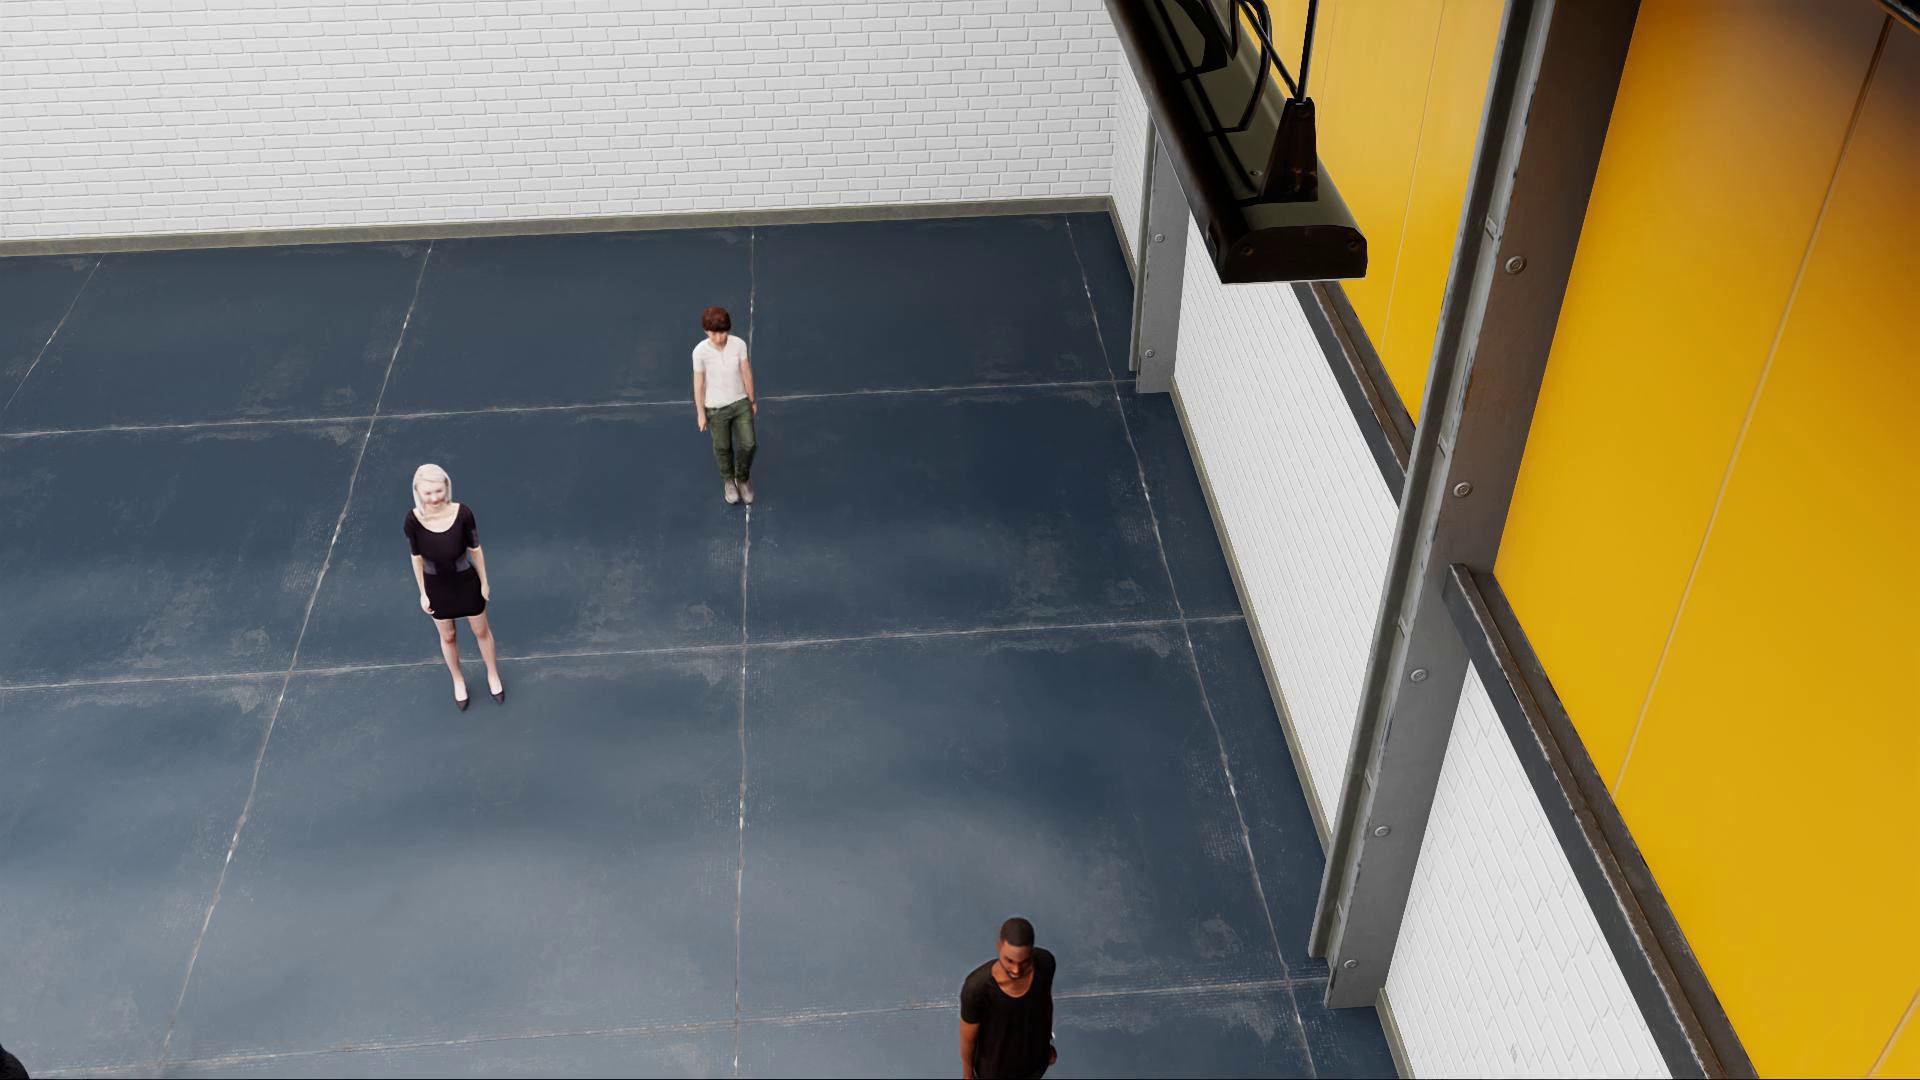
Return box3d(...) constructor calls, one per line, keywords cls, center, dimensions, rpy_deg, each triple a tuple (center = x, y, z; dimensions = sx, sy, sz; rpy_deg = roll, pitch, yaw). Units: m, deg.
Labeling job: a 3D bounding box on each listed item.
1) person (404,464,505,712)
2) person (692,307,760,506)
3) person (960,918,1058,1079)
box3d(cls="person", center=(-3.137, 0.286, 10.289), dimensions=(0.615, 1.832, 0.561), rpy_deg=(-12, 40, -15))
box3d(cls="person", center=(-1.707, -1.014, 12.069), dimensions=(0.666, 1.641, 0.694), rpy_deg=(-11, 40, -14))
box3d(cls="person", center=(0.227, 2.359, 7.716), dimensions=(0.718, 1.804, 0.674), rpy_deg=(-19, 42, -22))
